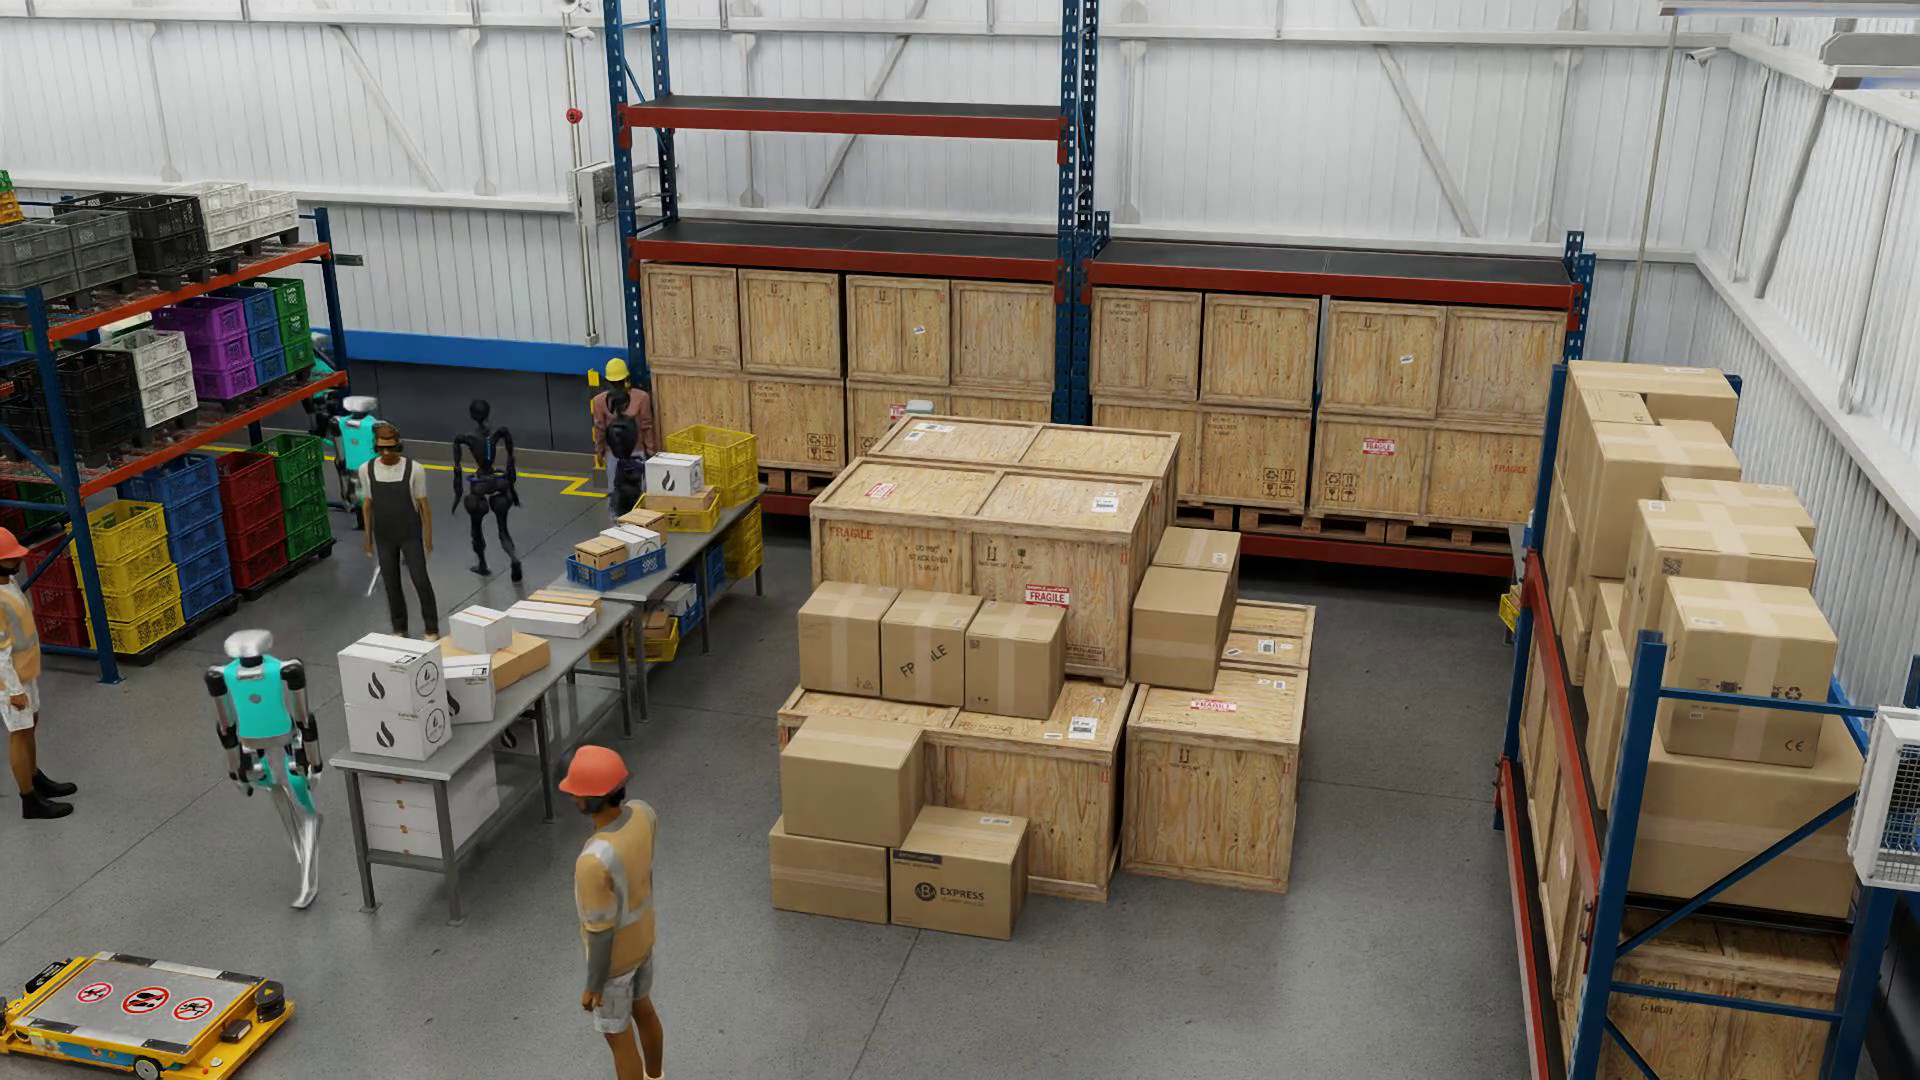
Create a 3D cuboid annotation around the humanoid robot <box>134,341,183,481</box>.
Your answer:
[{"bbox_3d":[-7.944,-1.290,16.488,0.497,1.642,0.618,9,23,23],"label":"humanoid robot"}]

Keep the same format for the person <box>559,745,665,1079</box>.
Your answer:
[{"bbox_3d":[-1.600,1.868,7.678,0.374,2.040,0.613,5,21,12],"label":"person"}]

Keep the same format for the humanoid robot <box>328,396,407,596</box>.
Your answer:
[{"bbox_3d":[-4.913,-0.466,14.280,0.547,1.775,1.020,4,21,11],"label":"humanoid robot"}]

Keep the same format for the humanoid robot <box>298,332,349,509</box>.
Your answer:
[{"bbox_3d":[-5.827,-1.045,15.853,0.803,1.885,0.551,3,21,8],"label":"humanoid robot"}]

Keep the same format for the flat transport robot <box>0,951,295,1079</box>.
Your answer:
[{"bbox_3d":[-4.270,2.464,8.601,1.431,0.231,0.659,5,22,13],"label":"flat transport robot"}]

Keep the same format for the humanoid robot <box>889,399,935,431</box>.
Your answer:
[{"bbox_3d":[-0.303,-0.254,13.464,0.533,1.677,0.735,-1,21,-2],"label":"humanoid robot"}]

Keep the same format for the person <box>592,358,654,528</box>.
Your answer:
[{"bbox_3d":[-3.030,-0.800,15.057,0.527,1.758,0.351,-5,21,-13],"label":"person"}]

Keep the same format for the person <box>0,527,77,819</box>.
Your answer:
[{"bbox_3d":[-5.952,0.831,10.535,0.367,1.939,0.542,-7,22,-17],"label":"person"}]

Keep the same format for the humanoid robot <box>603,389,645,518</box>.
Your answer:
[{"bbox_3d":[-2.847,-0.514,14.429,0.450,1.645,0.600,-1,21,-2],"label":"humanoid robot"}]

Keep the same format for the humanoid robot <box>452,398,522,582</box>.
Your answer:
[{"bbox_3d":[-4.044,-0.420,14.232,0.594,1.629,0.686,-16,26,-36],"label":"humanoid robot"}]

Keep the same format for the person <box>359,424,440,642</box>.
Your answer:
[{"bbox_3d":[-4.362,-0.022,12.909,0.529,1.839,0.354,-1,21,-3],"label":"person"}]

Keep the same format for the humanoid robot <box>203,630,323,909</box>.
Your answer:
[{"bbox_3d":[-3.996,1.230,9.831,0.543,1.765,0.920,-3,21,-9],"label":"humanoid robot"}]

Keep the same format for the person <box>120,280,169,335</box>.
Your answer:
[{"bbox_3d":[-8.821,-2.037,18.184,0.562,1.836,0.390,-3,21,-8],"label":"person"}]

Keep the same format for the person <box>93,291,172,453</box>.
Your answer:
[{"bbox_3d":[-8.759,-1.764,17.546,0.955,1.788,0.625,4,21,11],"label":"person"}]
